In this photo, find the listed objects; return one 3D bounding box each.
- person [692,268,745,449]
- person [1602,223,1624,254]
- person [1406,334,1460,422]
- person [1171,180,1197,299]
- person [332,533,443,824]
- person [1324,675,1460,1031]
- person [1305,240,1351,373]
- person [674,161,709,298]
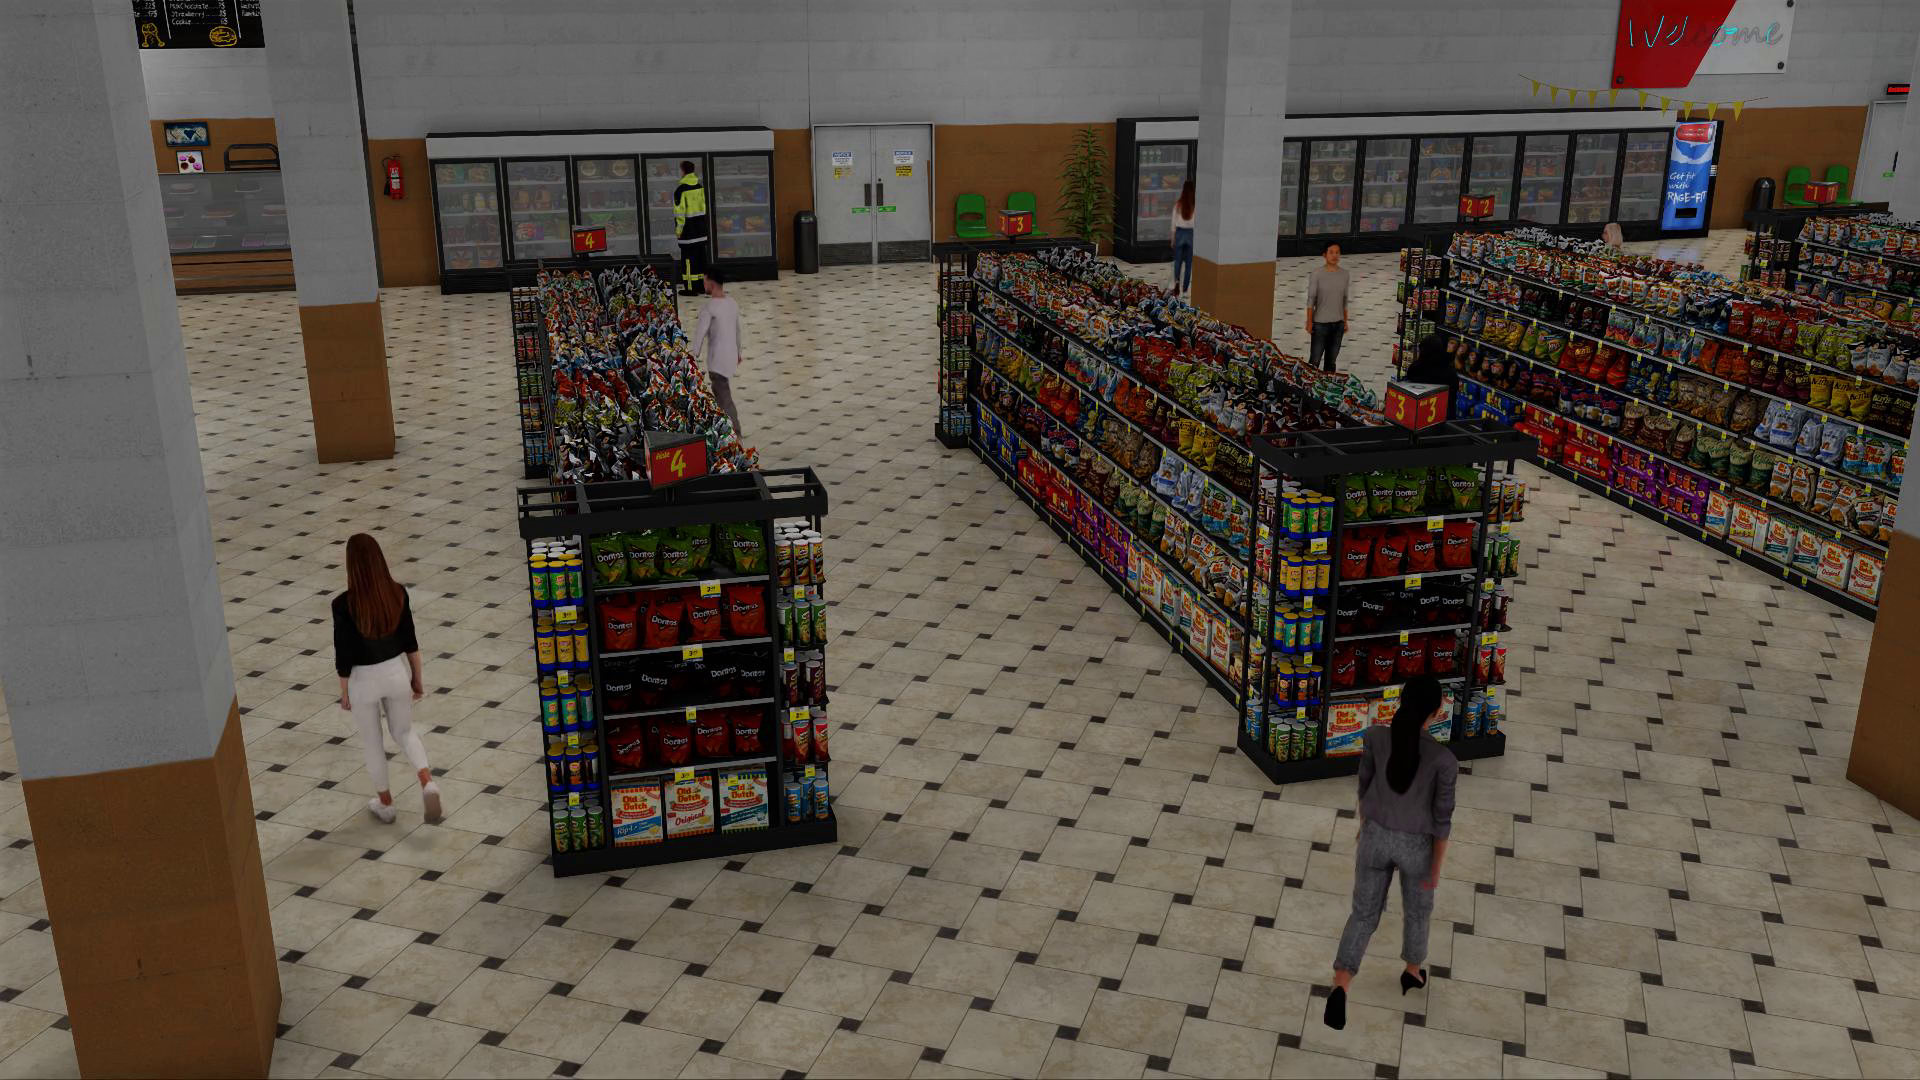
[{"bbox_3d":[-2.303,-1.777,16.514,1.054,1.806,1.008,10,21,27],"label":"person"},{"bbox_3d":[7.988,-2.998,20.304,0.837,1.699,0.913,1,19,4],"label":"person"},{"bbox_3d":[4.045,-0.900,14.173,0.816,1.640,1.056,-9,21,-25],"label":"person"},{"bbox_3d":[3.302,-4.401,24.434,0.816,1.719,0.920,6,19,17],"label":"person"},{"bbox_3d":[-3.129,0.806,9.044,0.825,1.685,0.997,-14,23,-36],"label":"person"},{"bbox_3d":[1.884,1.406,7.327,1.078,1.646,1.093,12,22,33],"label":"person"},{"bbox_3d":[4.045,-2.403,18.362,0.644,1.812,0.520,-5,19,-14],"label":"person"},{"bbox_3d":[-3.999,-4.640,24.734,0.917,1.979,0.854,10,21,28],"label":"person"}]
